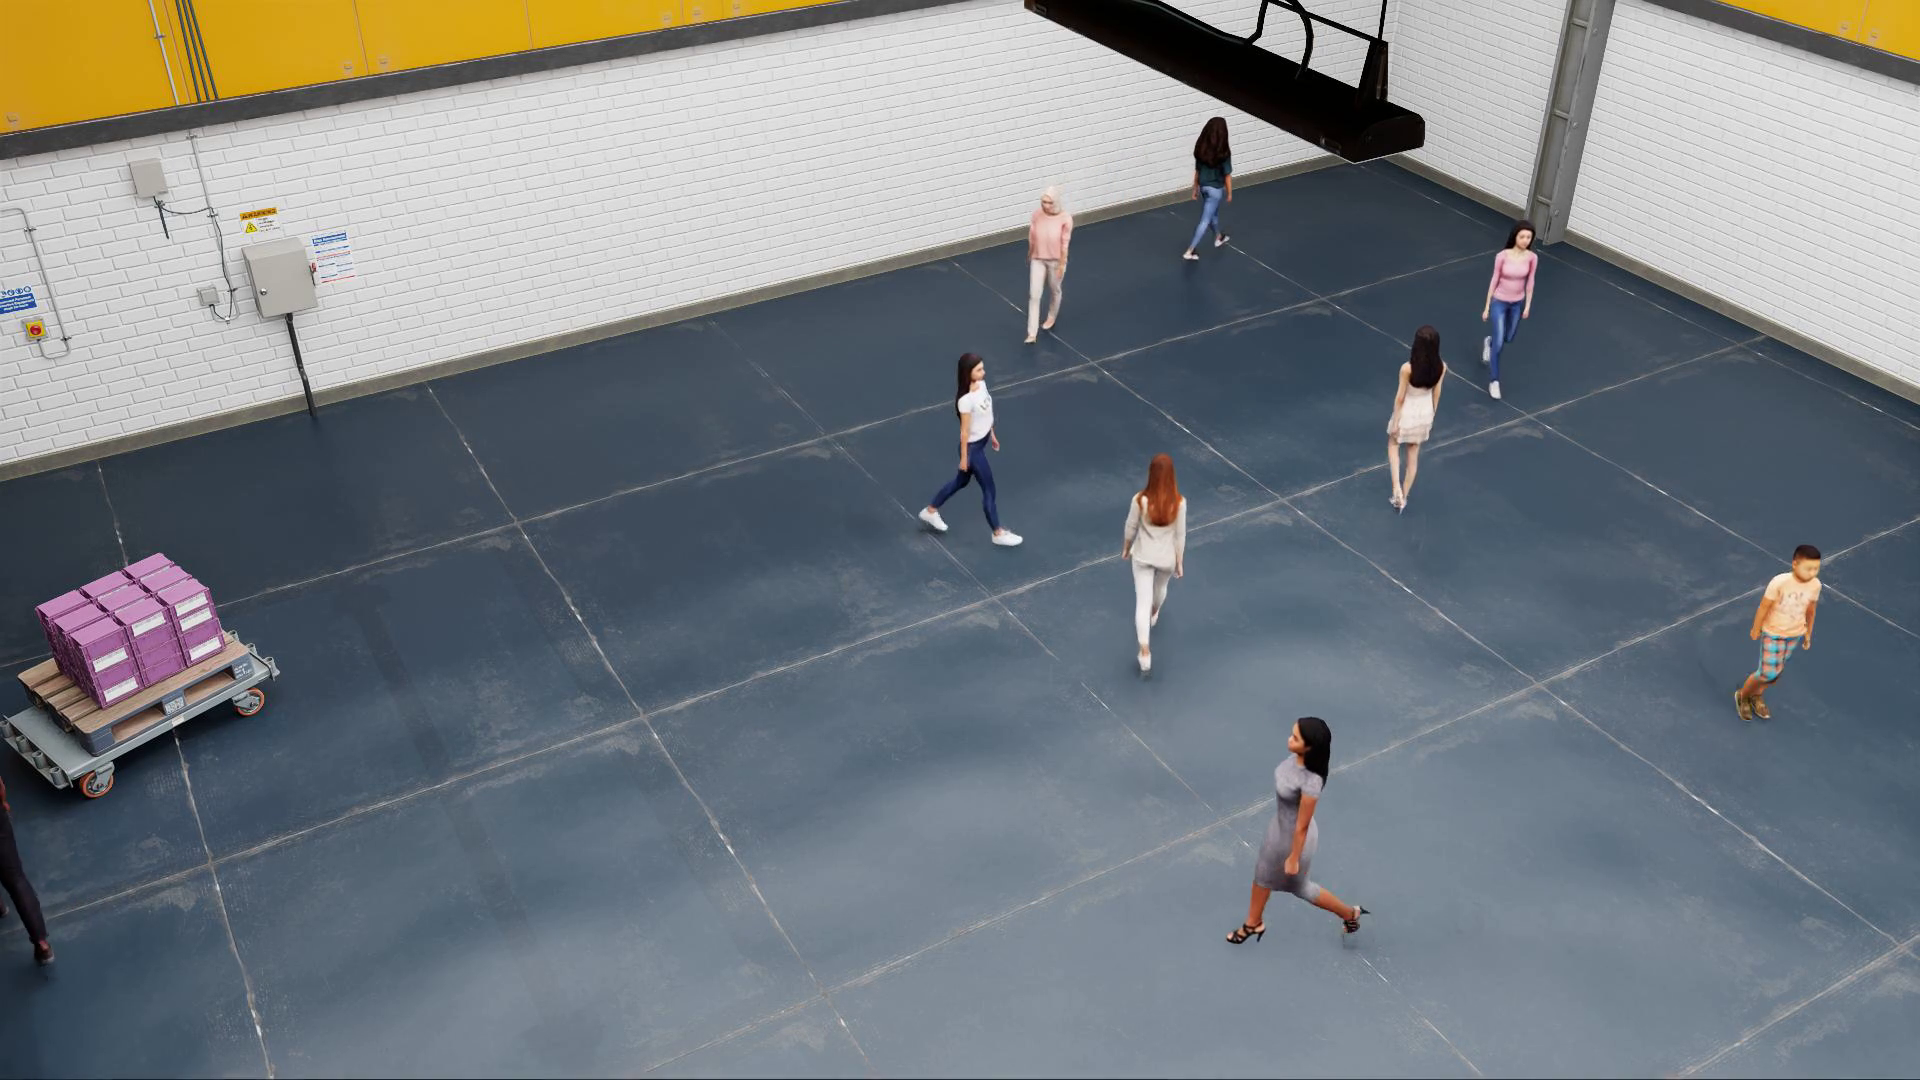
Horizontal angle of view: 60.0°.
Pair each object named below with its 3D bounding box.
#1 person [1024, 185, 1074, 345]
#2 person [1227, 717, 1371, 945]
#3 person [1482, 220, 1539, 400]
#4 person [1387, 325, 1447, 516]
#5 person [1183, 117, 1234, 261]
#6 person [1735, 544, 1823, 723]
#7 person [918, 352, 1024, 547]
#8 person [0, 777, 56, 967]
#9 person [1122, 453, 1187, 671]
[{"bbox_3d":[0.935,-2.852,16.884,1.095,1.666,1.136,12,35,18],"label":"person"},{"bbox_3d":[2.064,1.785,9.829,0.990,1.753,1.101,-1,34,-1],"label":"person"},{"bbox_3d":[5.246,-2.286,15.985,0.941,1.718,1.120,1,34,2],"label":"person"},{"bbox_3d":[3.836,-0.958,13.981,0.671,1.725,0.709,-2,34,-3],"label":"person"},{"bbox_3d":[2.752,-3.861,18.483,1.120,1.575,0.888,26,42,34],"label":"person"},{"bbox_3d":[5.815,0.617,11.858,0.604,1.451,0.640,-5,34,-8],"label":"person"},{"bbox_3d":[0.021,-0.748,13.649,1.135,1.742,1.114,7,34,10],"label":"person"},{"bbox_3d":[-5.766,1.775,9.826,0.828,1.773,1.293,-26,42,-33],"label":"person"},{"bbox_3d":[1.432,0.188,12.306,1.027,1.670,1.204,3,34,5],"label":"person"}]
